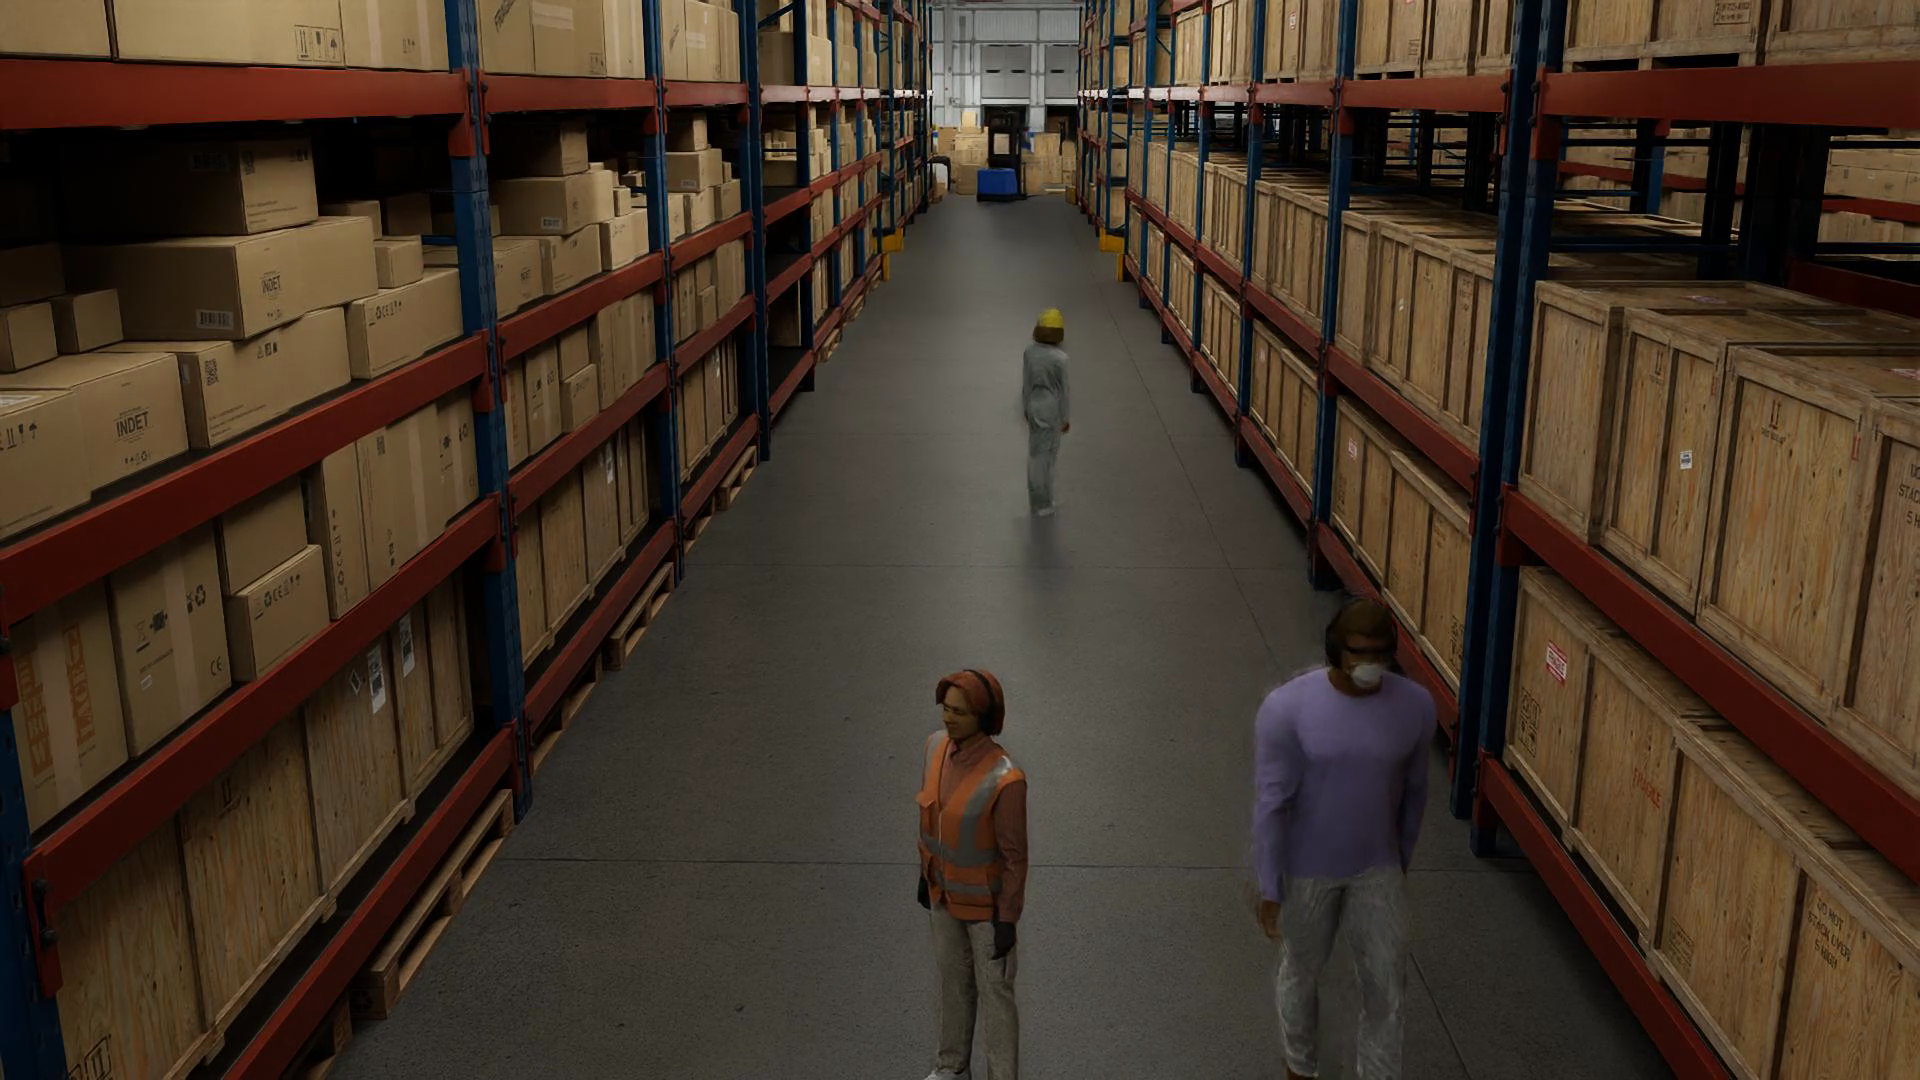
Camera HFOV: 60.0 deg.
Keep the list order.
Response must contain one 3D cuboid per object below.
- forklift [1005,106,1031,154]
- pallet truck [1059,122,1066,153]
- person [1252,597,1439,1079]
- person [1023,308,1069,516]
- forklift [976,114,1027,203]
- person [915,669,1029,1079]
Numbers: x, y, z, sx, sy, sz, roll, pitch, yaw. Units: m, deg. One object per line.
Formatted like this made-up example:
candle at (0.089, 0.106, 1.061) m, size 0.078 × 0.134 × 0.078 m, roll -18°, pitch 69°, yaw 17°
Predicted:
forklift at (2.696, -20.064, 82.443) m, size 1.129 × 2.768 × 1.873 m, roll -7°, pitch 17°, yaw -24°
pallet truck at (5.788, -21.111, 88.014) m, size 1.885 × 1.965 × 0.823 m, roll 5°, pitch 16°, yaw 18°
person at (1.267, 1.132, 5.426) m, size 0.640 × 1.909 × 0.836 m, roll -1°, pitch 15°, yaw -4°
person at (0.729, -1.076, 13.987) m, size 0.349 × 1.746 × 0.489 m, roll -13°, pitch 20°, yaw -40°
forklift at (1.337, -12.357, 53.769) m, size 1.129 × 2.768 × 1.873 m, roll 6°, pitch 16°, yaw 22°
person at (0.033, 1.211, 5.627) m, size 0.306 × 1.645 × 0.521 m, roll -12°, pitch 19°, yaw -37°
